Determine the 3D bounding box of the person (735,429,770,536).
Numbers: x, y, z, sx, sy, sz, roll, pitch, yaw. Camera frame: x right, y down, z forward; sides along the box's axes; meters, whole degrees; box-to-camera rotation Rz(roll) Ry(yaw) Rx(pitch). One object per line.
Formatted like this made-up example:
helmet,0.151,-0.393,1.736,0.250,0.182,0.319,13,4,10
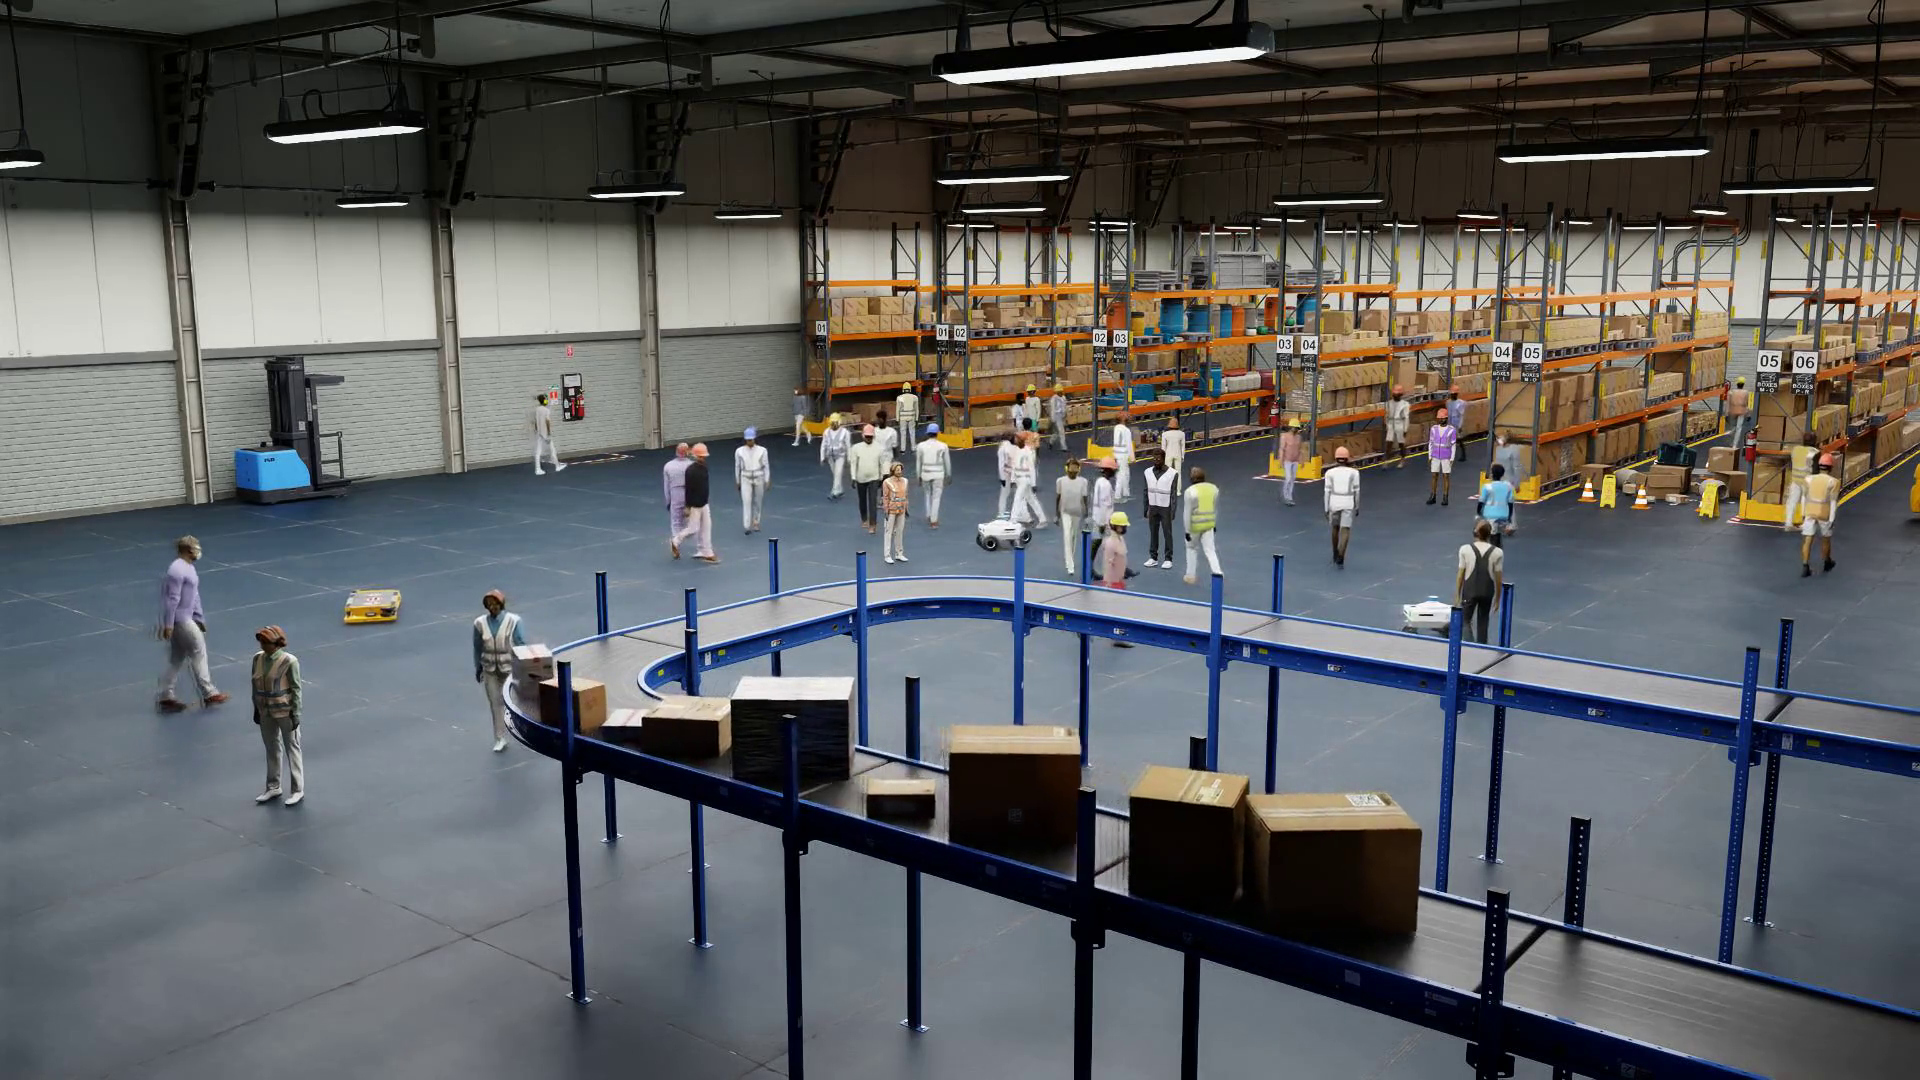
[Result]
person,-3.723,-1.054,28.066,0.602,1.894,1.003,-2,10,-9

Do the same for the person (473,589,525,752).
person,-4.584,1.289,15.610,0.544,1.625,0.382,1,10,4

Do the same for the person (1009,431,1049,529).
person,1.201,-1.075,28.402,0.996,1.835,0.573,-3,10,-15

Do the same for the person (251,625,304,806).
person,-6.132,1.562,14.062,0.514,1.640,0.309,3,11,18

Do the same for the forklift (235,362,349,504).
forklift,-13.803,-2.244,32.110,1.129,2.768,1.873,8,13,37

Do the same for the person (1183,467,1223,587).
person,3.644,-0.192,23.462,0.634,1.813,0.848,-4,11,-23

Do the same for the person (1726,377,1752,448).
person,20.290,-3.300,40.783,0.597,1.878,0.999,6,12,29

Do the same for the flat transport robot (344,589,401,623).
flat transport robot,-8.159,0.900,21.755,0.652,0.197,1.431,-3,11,-16

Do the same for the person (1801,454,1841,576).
person,13.423,-0.403,24.405,0.971,1.883,0.567,-10,14,-44

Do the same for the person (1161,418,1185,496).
person,4.439,-1.728,32.596,0.500,1.633,0.282,0,10,-2

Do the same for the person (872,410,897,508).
person,-1.536,-1.651,31.303,0.615,1.940,0.873,4,11,22

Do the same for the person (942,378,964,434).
person,-0.129,-3.899,43.788,0.680,2.000,1.022,8,13,39

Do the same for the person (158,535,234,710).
person,-8.398,0.903,17.079,0.841,1.881,0.706,-4,11,-22

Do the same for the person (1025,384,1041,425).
person,1.820,-3.081,39.838,0.310,1.768,0.533,-9,13,-41

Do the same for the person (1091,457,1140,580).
person,2.341,-0.325,23.953,0.940,1.895,0.552,-1,10,-7

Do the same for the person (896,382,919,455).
person,-1.345,-3.085,39.669,0.599,1.830,0.404,-3,11,-18

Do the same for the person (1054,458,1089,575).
person,1.760,-0.402,24.665,0.531,1.815,1.027,-1,10,-4

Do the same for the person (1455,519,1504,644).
person,6.172,0.656,18.627,0.534,1.827,0.420,2,10,11

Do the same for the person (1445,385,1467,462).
person,12.058,-2.826,38.076,1.014,1.893,0.555,-9,13,-41

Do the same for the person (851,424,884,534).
person,-1.679,-1.142,28.412,0.608,1.958,0.979,-1,10,-4

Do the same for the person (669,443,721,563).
person,-4.303,-0.607,25.359,0.801,1.967,0.636,5,11,24

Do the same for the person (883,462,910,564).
person,-1.040,-0.452,25.387,0.514,1.642,0.314,-9,13,-40

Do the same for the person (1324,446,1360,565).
person,6.129,-0.547,25.182,0.554,1.912,0.813,4,11,20

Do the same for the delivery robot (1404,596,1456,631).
delivery robot,6.136,0.971,20.296,0.707,0.478,0.477,1,10,5

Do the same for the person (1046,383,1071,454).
person,2.529,-3.122,40.007,0.761,1.793,0.615,7,12,34

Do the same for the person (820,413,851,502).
person,-2.569,-1.701,32.023,0.609,1.779,0.946,4,11,19

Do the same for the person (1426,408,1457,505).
person,9.679,-1.678,31.459,0.549,1.937,0.358,7,12,33

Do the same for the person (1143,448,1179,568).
person,3.202,-0.518,25.008,0.585,1.912,0.375,6,12,31

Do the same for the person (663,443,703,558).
person,-4.538,-0.653,25.776,0.650,1.904,0.404,1,10,3

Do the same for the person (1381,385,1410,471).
person,10.245,-2.632,36.694,0.627,1.992,1.042,8,13,39

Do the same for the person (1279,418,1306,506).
person,6.672,-1.551,31.226,0.554,1.751,0.489,-5,11,-28

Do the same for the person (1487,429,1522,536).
person,9.577,-1.008,27.763,0.885,1.902,0.628,-2,10,-9

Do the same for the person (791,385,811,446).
person,-4.244,-3.336,41.695,0.684,1.610,0.510,-9,14,-43

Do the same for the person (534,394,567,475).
person,-9.529,-2.452,36.100,0.560,1.828,0.946,5,11,27

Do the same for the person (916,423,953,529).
person,-0.452,-1.190,28.772,0.627,1.917,0.824,4,11,19

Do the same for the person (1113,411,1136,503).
person,3.408,-1.676,31.632,0.704,1.867,0.619,-4,11,-19

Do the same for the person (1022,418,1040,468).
person,1.381,-1.701,32.382,0.539,1.651,0.902,-1,10,-7

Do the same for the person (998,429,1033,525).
person,0.995,-1.180,29.085,0.648,1.786,0.973,-5,11,-27

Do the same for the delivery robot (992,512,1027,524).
delivery robot,0.816,-0.376,27.144,0.698,0.223,0.335,-5,11,-28

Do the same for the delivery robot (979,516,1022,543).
delivery robot,0.688,-0.165,26.685,0.707,0.478,0.477,-2,10,-13

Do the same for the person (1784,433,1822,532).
person,15.336,-1.045,28.284,0.941,1.792,0.657,-4,11,-23

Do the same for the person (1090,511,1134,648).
person,1.913,0.496,19.760,0.534,1.755,0.528,4,11,22

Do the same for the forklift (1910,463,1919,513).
forklift,19.034,-1.348,28.998,2.313,2.155,1.214,8,13,37

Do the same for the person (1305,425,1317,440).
person,9.359,-3.432,41.352,0.377,1.929,0.585,-6,12,-30

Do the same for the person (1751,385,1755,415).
person,21.808,-3.595,42.478,0.644,1.865,0.973,4,11,19

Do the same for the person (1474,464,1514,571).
person,8.476,-0.375,24.897,0.547,1.655,0.818,-2,10,-11

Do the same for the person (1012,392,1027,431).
person,1.477,-2.783,38.382,0.371,1.681,0.552,8,13,37
